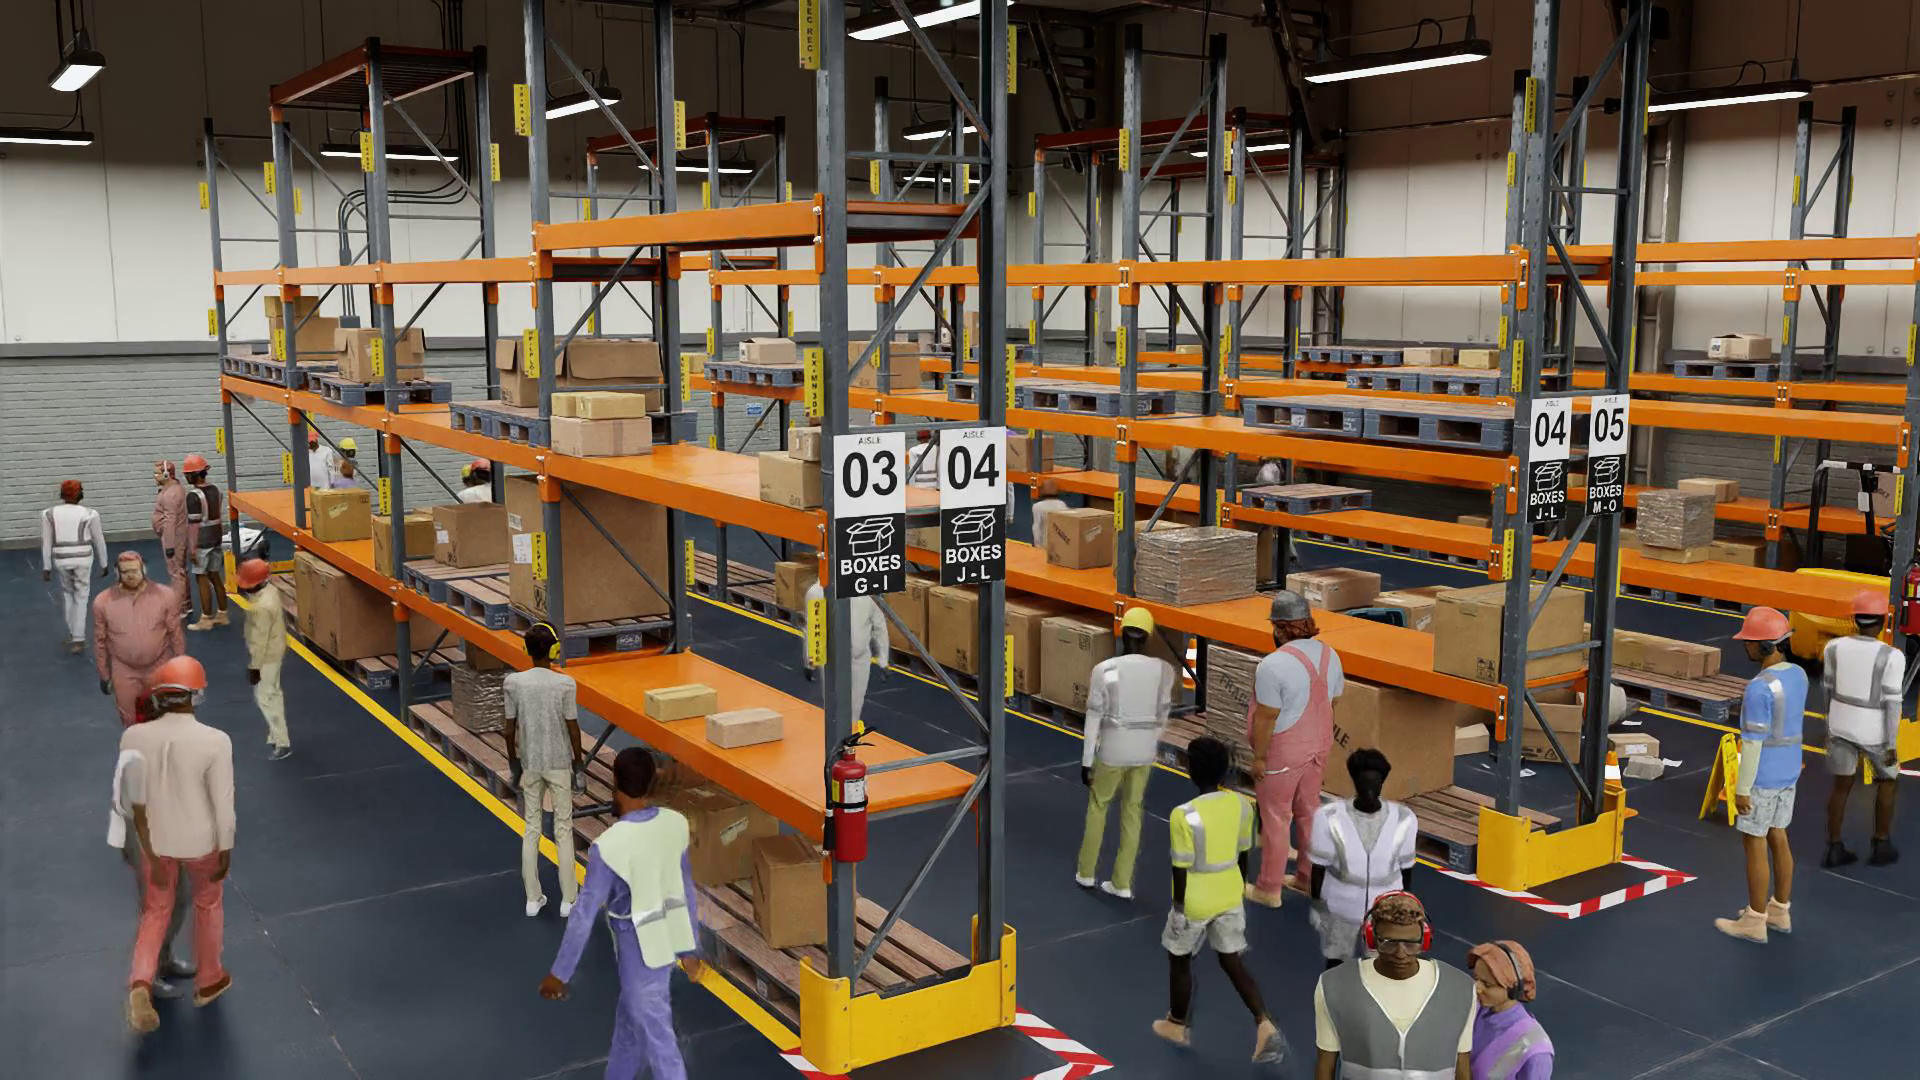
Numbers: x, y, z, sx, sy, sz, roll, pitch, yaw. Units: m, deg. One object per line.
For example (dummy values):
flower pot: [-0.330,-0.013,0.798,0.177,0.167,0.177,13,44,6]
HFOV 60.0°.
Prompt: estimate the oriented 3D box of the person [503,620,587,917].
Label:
person: [-2.583,1.429,10.409,0.518,1.874,0.326,1,9,9]

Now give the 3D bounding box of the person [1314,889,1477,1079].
person: [1.535,2.120,5.939,0.559,1.837,0.393,1,9,4]

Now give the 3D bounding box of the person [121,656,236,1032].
person: [-4.189,1.614,8.865,0.625,1.967,0.823,-1,9,-3]

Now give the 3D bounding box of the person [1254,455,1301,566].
person: [4.399,-0.503,23.594,0.956,1.790,0.597,4,10,27]

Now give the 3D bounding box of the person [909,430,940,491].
person: [-0.531,-0.796,25.182,0.584,1.881,0.337,-5,10,-32]

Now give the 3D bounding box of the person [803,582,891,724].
person: [-0.871,0.993,13.277,0.669,1.875,0.783,-4,9,-23]

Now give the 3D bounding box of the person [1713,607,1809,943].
person: [4.834,1.406,10.032,0.614,2.034,0.411,-7,11,-39]

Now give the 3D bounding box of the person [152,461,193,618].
person: [-9.421,-0.003,19.869,0.401,1.901,0.646,-3,9,-16]

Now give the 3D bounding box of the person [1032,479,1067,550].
person: [1.119,0.032,20.653,0.519,1.586,0.872,-4,9,-24]

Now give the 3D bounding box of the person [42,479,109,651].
person: [-9.675,0.253,18.259,0.591,1.861,0.760,-1,9,-8]

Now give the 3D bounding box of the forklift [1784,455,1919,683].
forklift: [9.643,0.253,17.172,2.313,2.155,1.214,-6,10,-33]

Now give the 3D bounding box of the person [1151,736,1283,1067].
person: [1.305,1.830,8.417,0.537,1.675,0.755,-5,10,-32]

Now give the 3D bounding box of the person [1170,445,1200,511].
person: [3.693,-0.999,26.735,0.538,1.819,0.961,-6,10,-34]

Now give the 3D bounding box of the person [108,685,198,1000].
person: [-4.398,1.658,9.095,0.442,1.803,0.620,-1,9,-9]

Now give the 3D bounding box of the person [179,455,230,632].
person: [-8.724,0.033,19.160,0.407,2.036,0.611,1,9,7]

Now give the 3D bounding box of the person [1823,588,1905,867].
person: [6.180,1.272,11.309,0.681,1.907,0.565,-6,10,-34]

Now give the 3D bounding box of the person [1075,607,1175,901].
person: [1.053,1.369,10.807,0.646,1.876,0.592,-2,9,-15]

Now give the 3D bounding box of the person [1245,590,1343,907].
person: [2.092,1.308,10.653,0.684,2.000,0.535,-6,11,-36]

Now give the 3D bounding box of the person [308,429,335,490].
person: [-10.266,-0.923,26.511,0.573,1.739,0.349,-2,9,-16]

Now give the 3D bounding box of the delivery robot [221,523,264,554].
delivery robot: [-10.350,0.003,23.958,0.477,0.478,0.707,1,8,5]

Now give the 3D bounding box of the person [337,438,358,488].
person: [-9.007,-0.619,24.457,0.378,1.756,0.537,-4,10,-26]

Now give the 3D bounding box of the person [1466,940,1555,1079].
person: [1.934,2.215,5.975,0.316,1.634,0.520,-2,9,-12]

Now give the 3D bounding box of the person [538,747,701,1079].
person: [-1.524,1.869,7.454,0.885,1.868,0.628,3,9,21]

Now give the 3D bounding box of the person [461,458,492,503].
person: [-5.455,0.062,19.121,0.678,1.983,0.645,7,11,39]

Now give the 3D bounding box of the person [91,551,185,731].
person: [-6.528,0.997,13.242,0.651,1.880,0.765,-5,10,-29]

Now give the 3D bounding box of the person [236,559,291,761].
person: [-5.846,0.979,13.974,0.323,1.704,0.638,-2,9,-16]

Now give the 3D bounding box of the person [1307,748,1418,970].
person: [2.025,1.821,8.446,0.542,1.672,0.699,1,9,7]

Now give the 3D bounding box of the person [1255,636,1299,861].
person: [2.218,1.367,11.444,0.321,1.685,0.539,-3,9,-20]
